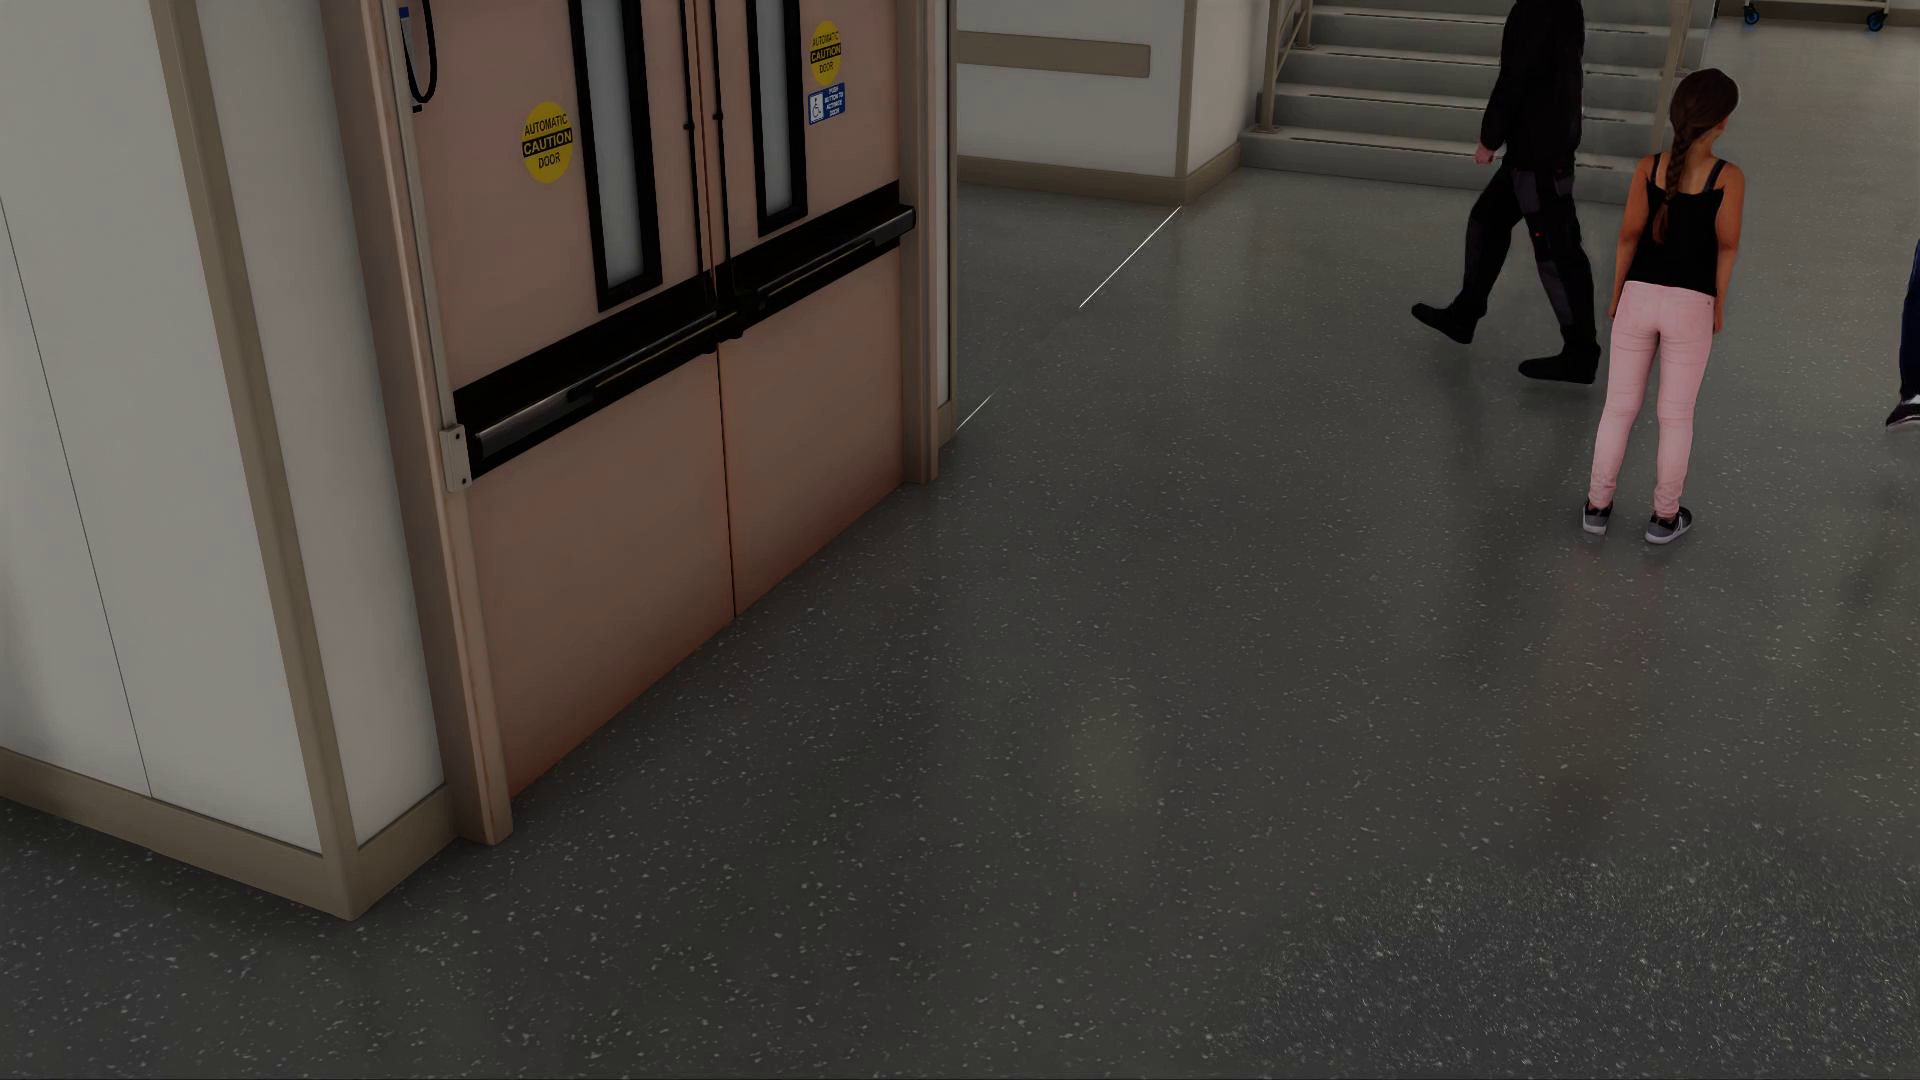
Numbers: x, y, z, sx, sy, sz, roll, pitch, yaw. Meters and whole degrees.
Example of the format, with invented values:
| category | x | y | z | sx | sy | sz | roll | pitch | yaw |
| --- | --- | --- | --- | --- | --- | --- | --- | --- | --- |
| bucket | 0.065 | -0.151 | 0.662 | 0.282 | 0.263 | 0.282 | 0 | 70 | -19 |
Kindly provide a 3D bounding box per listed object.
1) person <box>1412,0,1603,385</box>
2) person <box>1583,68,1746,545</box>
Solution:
| category | x | y | z | sx | sy | sz | roll | pitch | yaw |
| --- | --- | --- | --- | --- | --- | --- | --- | --- | --- |
| person | 2.428 | -1.561 | 6.814 | 0.789 | 1.848 | 1.034 | 10 | 27 | 19 |
| person | 2.320 | -0.753 | 5.464 | 0.560 | 1.564 | 0.546 | 16 | 30 | 29 |
